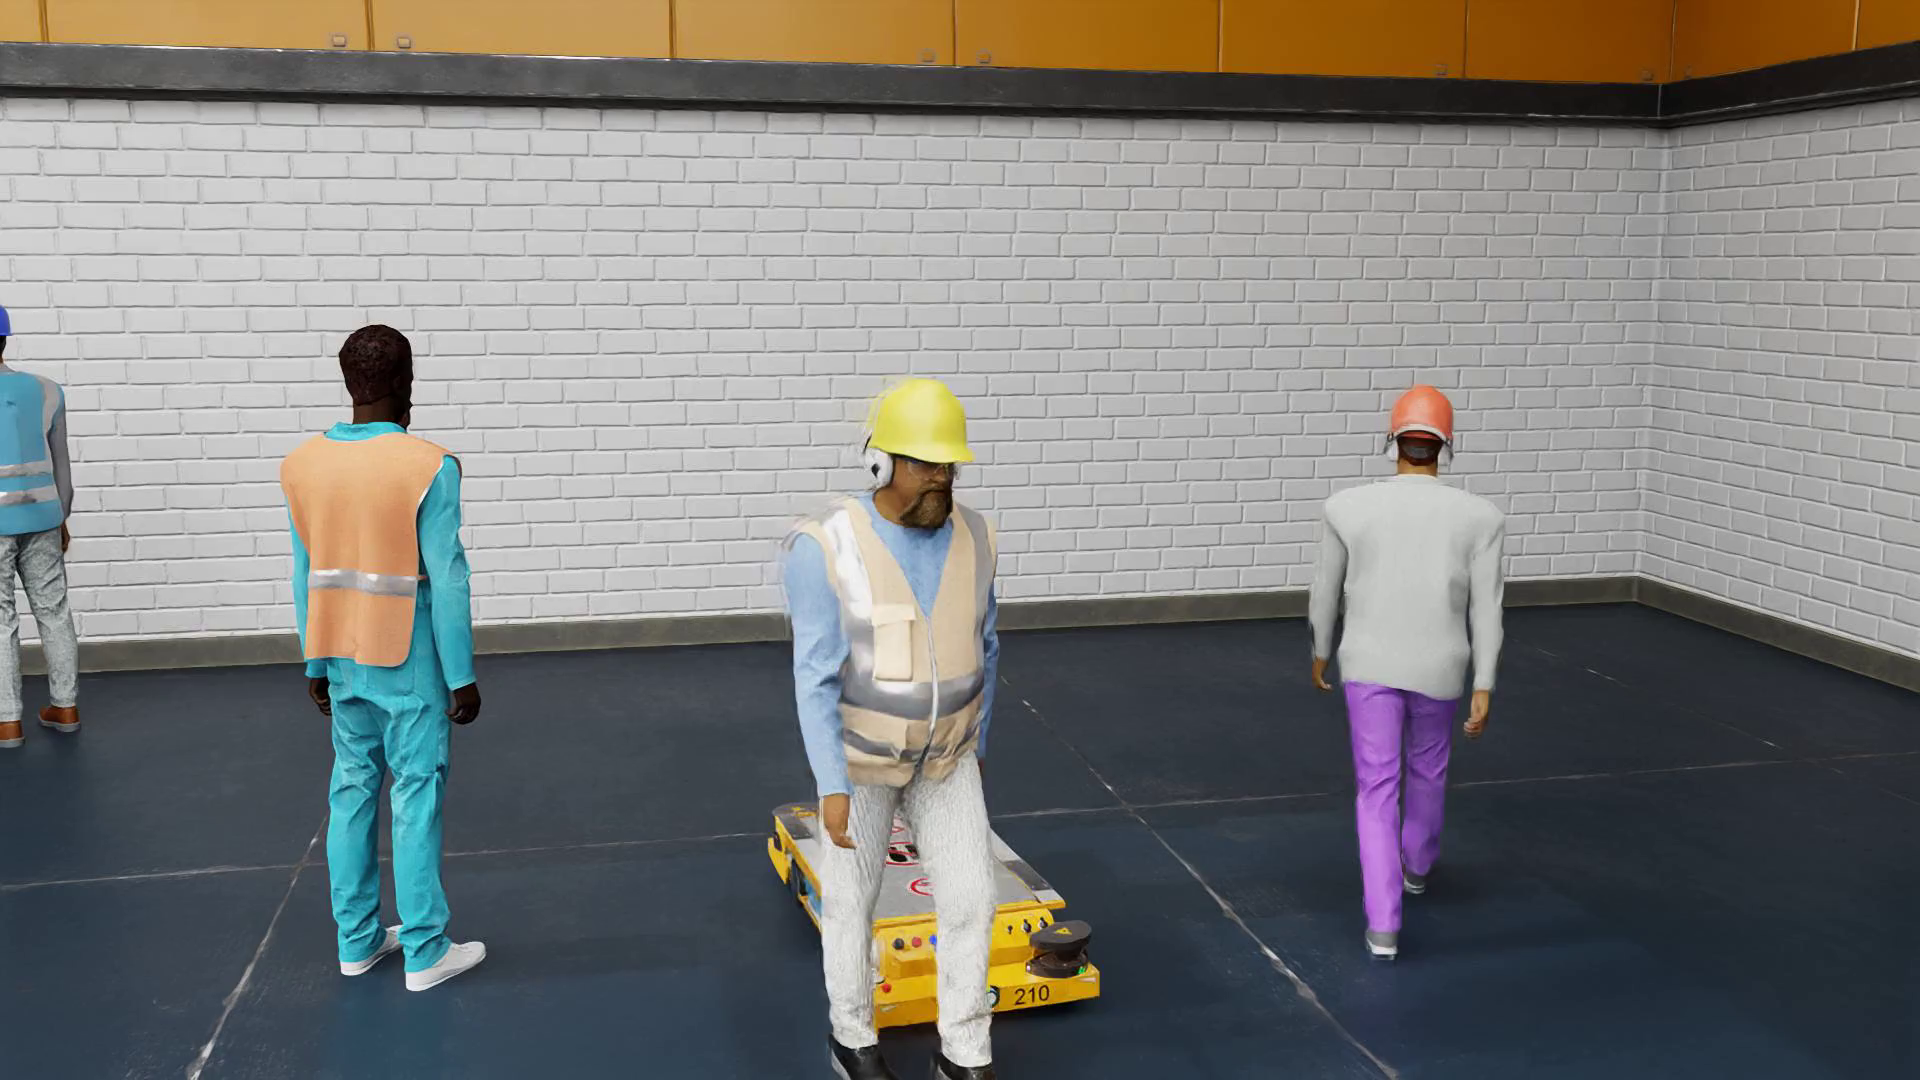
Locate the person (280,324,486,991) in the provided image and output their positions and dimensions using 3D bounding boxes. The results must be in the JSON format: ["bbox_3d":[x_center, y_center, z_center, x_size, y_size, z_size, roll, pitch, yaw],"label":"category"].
[{"bbox_3d":[-1.659,0.344,4.785,0.587,1.911,0.397,4,10,21],"label":"person"}]

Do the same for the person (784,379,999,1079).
[{"bbox_3d":[-0.112,0.523,3.992,0.605,1.802,0.698,-5,10,-27],"label":"person"}]

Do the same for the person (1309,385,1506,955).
[{"bbox_3d":[1.388,0.373,5.222,0.570,1.702,0.887,2,9,9],"label":"person"}]

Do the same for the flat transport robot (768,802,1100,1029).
[{"bbox_3d":[-0.138,1.094,5.189,0.652,0.197,1.431,-3,10,-18],"label":"flat transport robot"}]

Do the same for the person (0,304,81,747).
[{"bbox_3d":[-4.150,-0.076,7.220,0.402,1.949,0.605,6,11,30],"label":"person"}]
